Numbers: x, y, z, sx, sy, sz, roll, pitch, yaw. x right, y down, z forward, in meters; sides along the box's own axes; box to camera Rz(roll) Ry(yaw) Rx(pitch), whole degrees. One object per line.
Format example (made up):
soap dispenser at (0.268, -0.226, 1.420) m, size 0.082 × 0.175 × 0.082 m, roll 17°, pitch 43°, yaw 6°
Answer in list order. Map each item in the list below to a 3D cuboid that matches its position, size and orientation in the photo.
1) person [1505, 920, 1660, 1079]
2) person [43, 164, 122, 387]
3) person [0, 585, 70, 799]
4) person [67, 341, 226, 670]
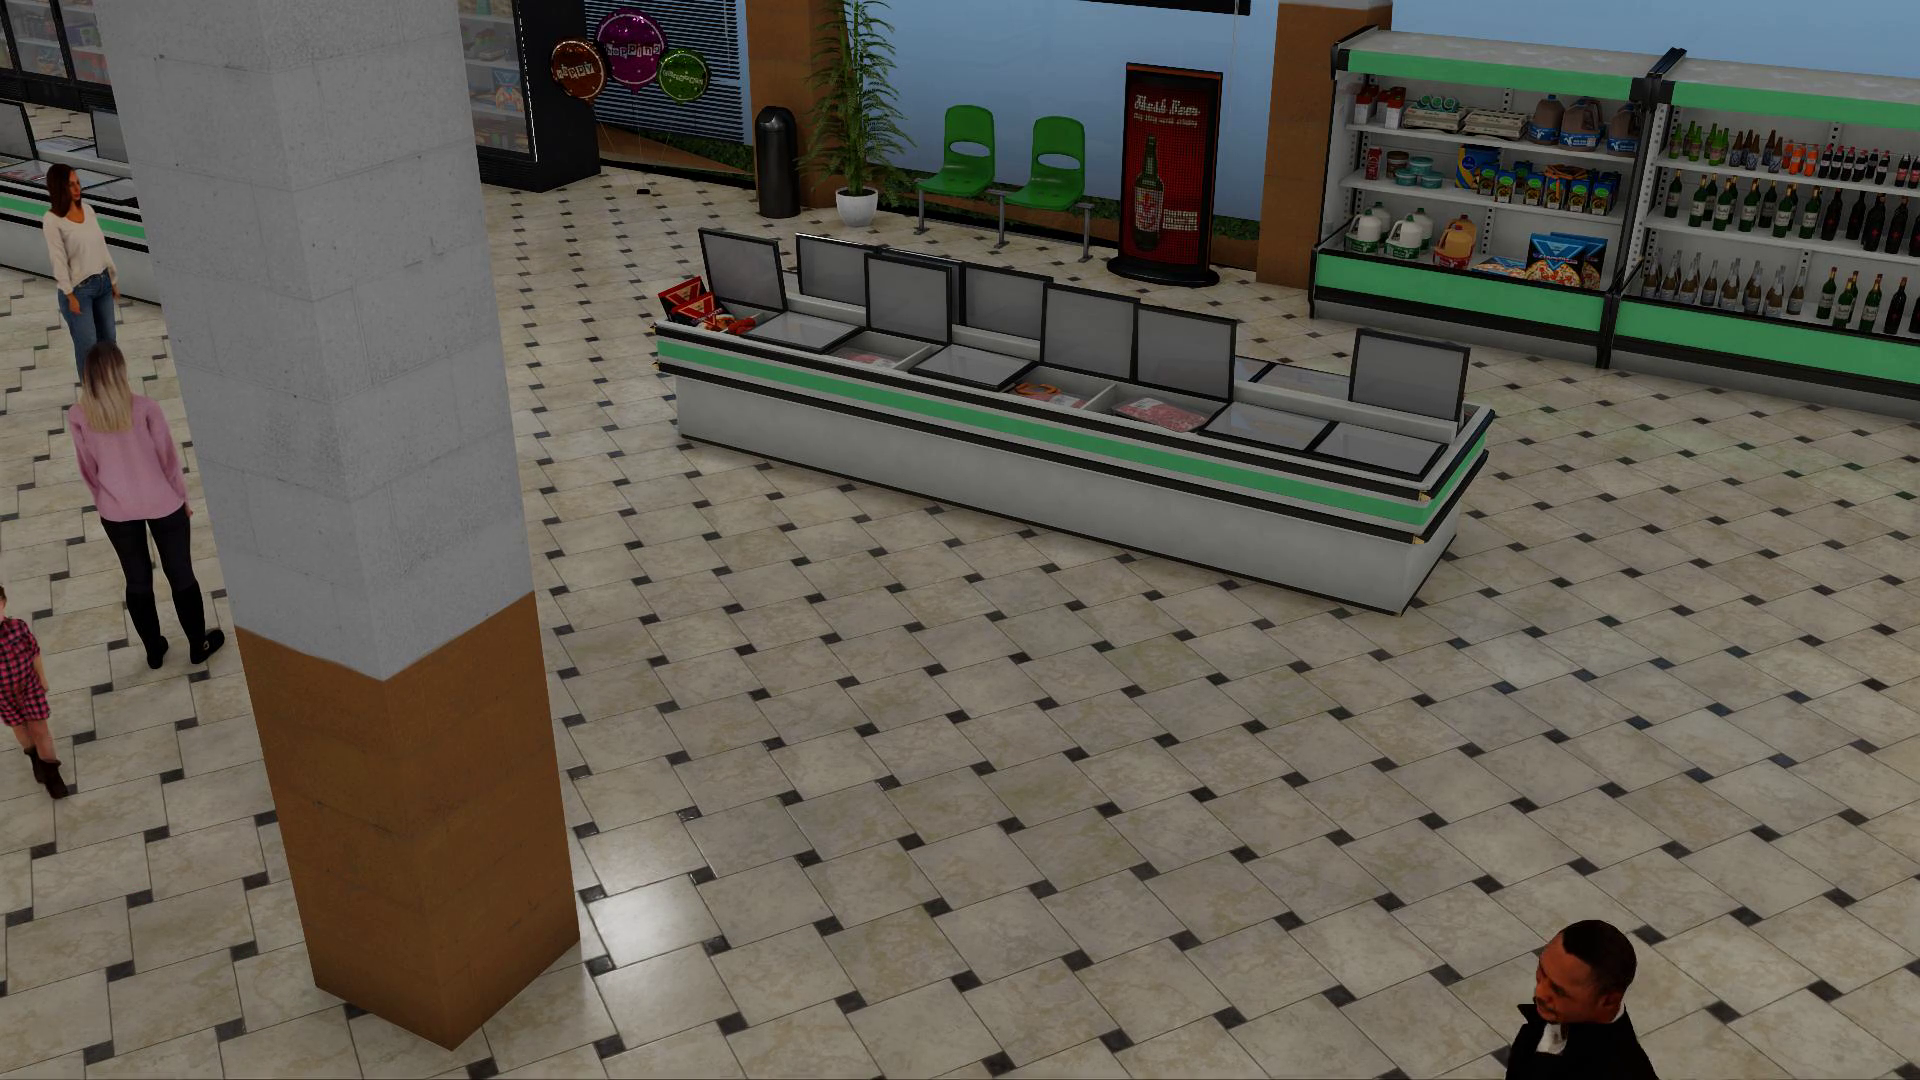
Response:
person at (1.595, 1.703, 4.137) m, size 1.262 × 1.869 × 1.122 m, roll 0°, pitch 27°, yaw 0°
person at (-5.763, -1.640, 10.941) m, size 0.619 × 1.677 × 0.655 m, roll 8°, pitch 28°, yaw 15°
person at (-4.124, 0.613, 7.239) m, size 0.571 × 1.007 × 0.697 m, roll -18°, pitch 32°, yaw -31°
person at (-3.944, -0.160, 8.009) m, size 0.665 × 1.688 × 0.745 m, roll -4°, pitch 27°, yaw -7°
